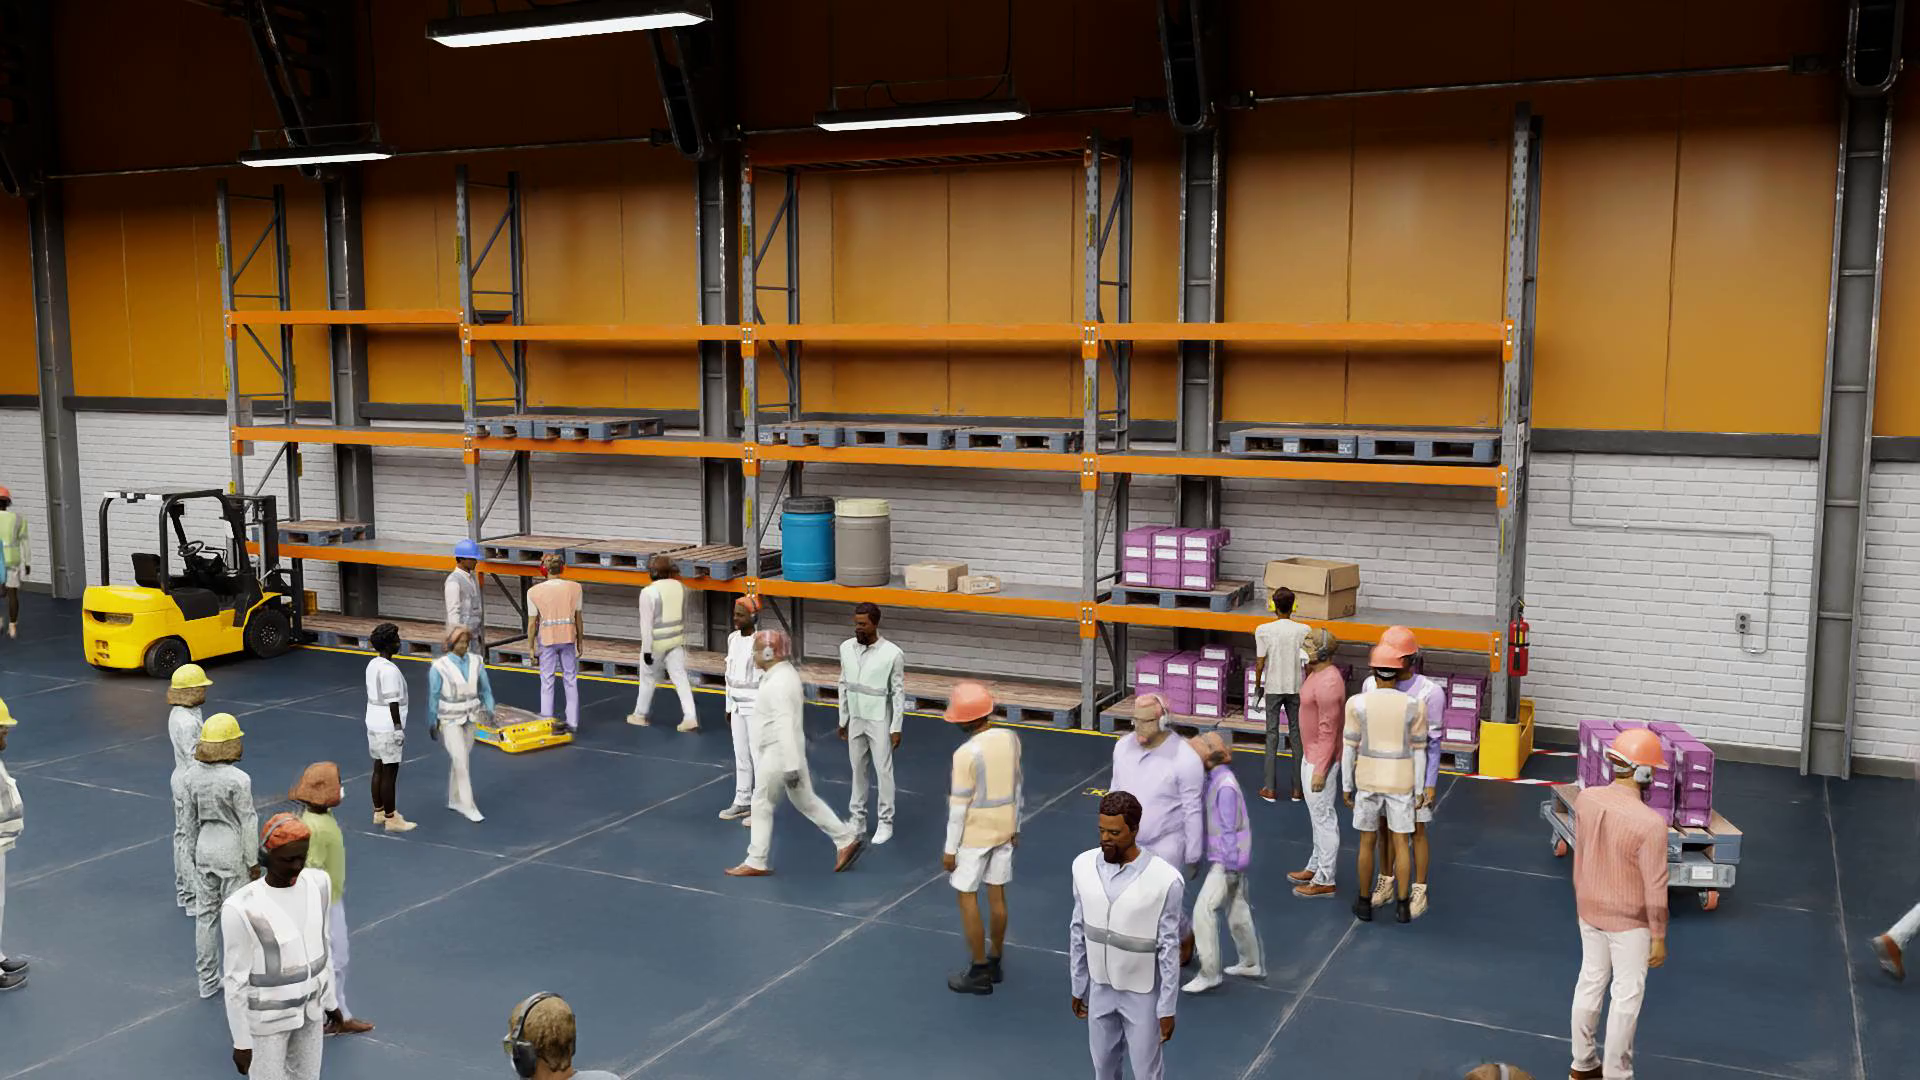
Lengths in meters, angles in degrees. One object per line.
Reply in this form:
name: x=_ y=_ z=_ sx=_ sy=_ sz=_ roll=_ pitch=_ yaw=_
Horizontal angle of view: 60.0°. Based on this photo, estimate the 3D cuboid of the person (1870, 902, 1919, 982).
person: x=5.958 y=1.827 z=9.964 sx=0.741 sy=1.920 sz=0.651 roll=2 pitch=7 yaw=15

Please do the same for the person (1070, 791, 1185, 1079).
person: x=0.776 y=2.097 z=7.789 sx=0.584 sy=1.911 sz=0.392 roll=5 pitch=9 yaw=36

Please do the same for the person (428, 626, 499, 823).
person: x=-4.074 y=1.518 z=13.768 sx=0.730 sy=1.611 sz=0.528 roll=5 pitch=8 yaw=35

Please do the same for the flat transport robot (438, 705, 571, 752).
flat transport robot: x=-4.552 y=1.849 z=16.532 sx=1.431 sy=0.197 sz=0.652 roll=6 pitch=9 yaw=42

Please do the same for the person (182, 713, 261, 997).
person: x=-4.429 y=1.904 z=10.047 sx=0.493 sy=1.742 sz=0.301 roll=2 pitch=7 yaw=18

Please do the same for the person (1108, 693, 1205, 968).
person: x=1.235 y=1.828 z=10.153 sx=0.821 sy=1.877 sz=0.653 roll=-6 pitch=9 yaw=-42

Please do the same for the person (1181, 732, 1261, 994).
person: x=1.579 y=1.958 z=10.154 sx=0.645 sy=1.604 sz=0.599 roll=0 pitch=7 yaw=1

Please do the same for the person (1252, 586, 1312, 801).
person: x=2.779 y=1.325 z=14.337 sx=0.514 sy=1.865 sz=0.329 roll=0 pitch=7 yaw=3

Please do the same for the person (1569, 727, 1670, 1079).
person: x=3.451 y=1.952 z=8.676 sx=0.413 sy=1.984 sz=0.624 roll=-3 pitch=7 yaw=-21

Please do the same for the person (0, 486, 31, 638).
person: x=-12.817 y=0.285 z=22.270 sx=0.653 sy=2.014 sz=0.776 roll=-5 pitch=9 yaw=-37

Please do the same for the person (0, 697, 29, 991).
person: x=-5.948 y=1.851 z=10.181 sx=0.403 sy=1.821 sz=0.601 roll=-4 pitch=8 yaw=-31

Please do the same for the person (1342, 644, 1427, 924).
person: x=2.903 y=1.655 z=11.384 sx=0.558 sy=1.923 sz=0.414 roll=2 pitch=7 yaw=16

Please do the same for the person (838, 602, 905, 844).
person: x=-0.704 y=1.436 z=13.198 sx=0.589 sy=1.918 sz=0.399 roll=4 pitch=8 yaw=32

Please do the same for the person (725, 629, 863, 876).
person: x=-1.224 y=1.577 z=12.315 sx=0.963 sy=1.864 sz=0.668 roll=0 pitch=7 yaw=2

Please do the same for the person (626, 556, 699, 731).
person: x=-3.008 y=1.048 z=16.934 sx=0.971 sy=1.795 sz=0.644 roll=6 pitch=9 yaw=40

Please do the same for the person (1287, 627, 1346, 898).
person: x=2.566 y=1.582 z=11.905 sx=0.372 sy=1.940 sz=0.630 roll=1 pitch=7 yaw=6

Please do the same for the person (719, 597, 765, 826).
person: x=-1.745 y=1.396 z=13.668 sx=0.353 sy=1.884 sz=0.578 roll=-7 pitch=10 yaw=-44

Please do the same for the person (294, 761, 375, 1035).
person: x=-3.642 y=2.045 z=9.388 sx=0.522 sy=1.618 sz=0.504 roll=-2 pitch=7 yaw=-19

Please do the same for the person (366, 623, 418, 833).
person: x=-4.629 y=1.512 z=13.468 sx=0.320 sy=1.698 sz=0.531 roll=-5 pitch=9 yaw=-36

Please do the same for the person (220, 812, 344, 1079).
person: x=-3.028 y=2.144 z=7.474 sx=0.343 sy=1.885 sz=0.583 roll=3 pitch=8 yaw=26

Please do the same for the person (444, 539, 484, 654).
person: x=-5.065 y=0.959 z=17.061 sx=0.414 sy=1.941 sz=0.611 roll=0 pitch=7 yaw=3

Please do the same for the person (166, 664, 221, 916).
person: x=-5.317 y=1.722 z=11.552 sx=0.294 sy=1.744 sz=0.485 roll=-5 pitch=8 yaw=-34

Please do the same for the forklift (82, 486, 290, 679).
forklift: x=-9.426 y=0.454 z=20.179 sx=1.214 sy=2.155 sz=2.313 roll=3 pitch=8 yaw=26

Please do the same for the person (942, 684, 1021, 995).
person: x=0.161 y=1.814 z=10.173 sx=0.592 sy=1.900 sz=0.412 roll=-6 pitch=9 yaw=-42

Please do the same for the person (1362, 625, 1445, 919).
person: x=3.022 y=1.590 z=11.481 sx=0.601 sy=2.036 sz=0.418 roll=6 pitch=9 yaw=41

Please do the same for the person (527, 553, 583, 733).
person: x=-4.056 y=1.053 z=16.708 sx=0.559 sy=1.836 sz=0.394 roll=-4 pitch=8 yaw=-29

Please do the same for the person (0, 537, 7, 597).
person: x=-12.314 y=0.517 z=20.856 sx=0.625 sy=1.912 sz=0.976 roll=-5 pitch=9 yaw=-38

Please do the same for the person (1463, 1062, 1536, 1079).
person: x=1.673 y=2.471 z=5.076 sx=0.890 sy=1.805 sz=0.535 roll=1 pitch=7 yaw=7

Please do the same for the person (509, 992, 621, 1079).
person: x=-1.283 y=2.388 z=5.303 sx=0.374 sy=1.928 sz=0.639 roll=3 pitch=8 yaw=27
